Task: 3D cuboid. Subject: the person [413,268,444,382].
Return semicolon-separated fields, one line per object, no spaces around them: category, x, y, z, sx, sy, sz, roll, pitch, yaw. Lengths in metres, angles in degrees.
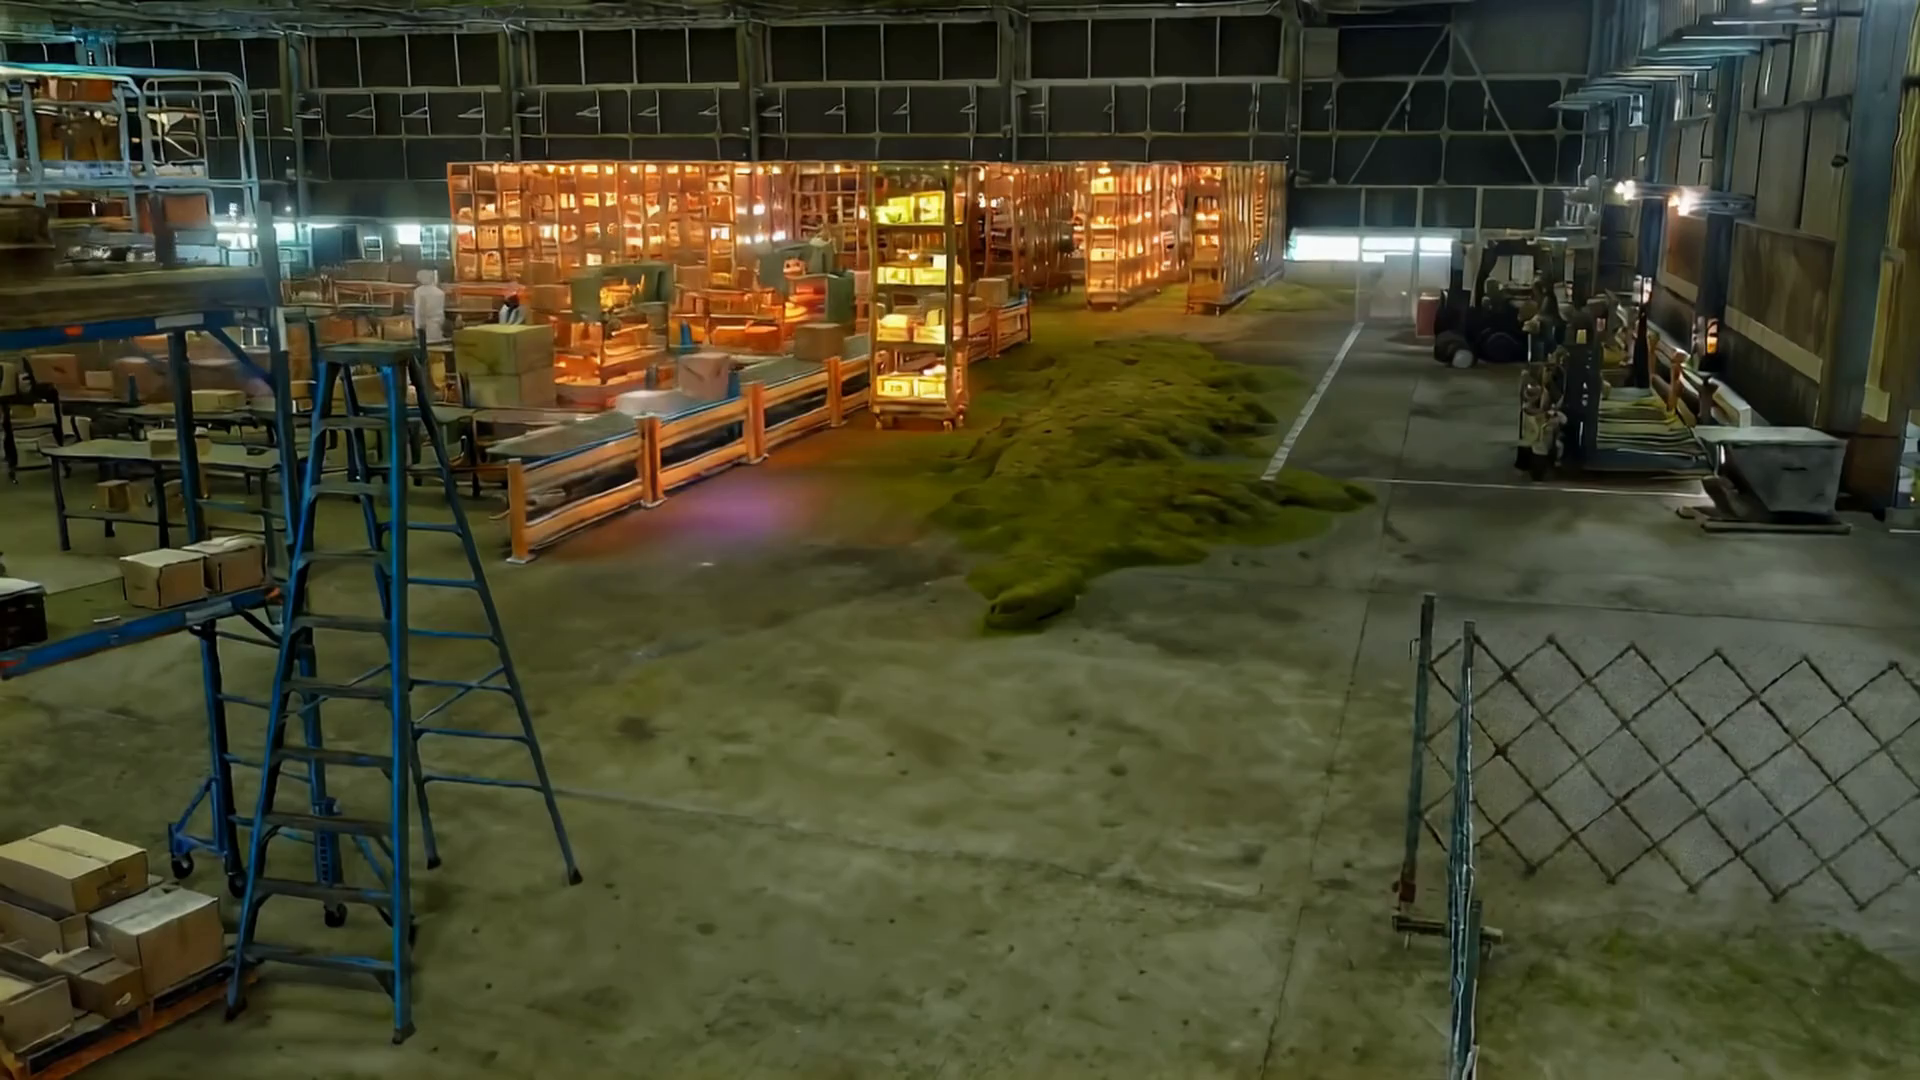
person;-8.963;-3.612;28.025;0.401;1.911;0.649;6;14;23

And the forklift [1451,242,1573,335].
forklift;10.464;-4.597;31.405;2.680;1.987;1.157;4;14;16

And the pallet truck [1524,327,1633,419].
pallet truck;9.065;-2.460;24.370;1.522;1.261;0.704;3;13;14

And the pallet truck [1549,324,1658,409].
pallet truck;9.824;-2.669;25.407;1.601;1.201;0.680;4;14;16

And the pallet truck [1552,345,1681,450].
pallet truck;8.641;-1.896;21.908;1.630;1.274;0.653;4;14;16

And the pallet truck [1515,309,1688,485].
pallet truck;7.554;-1.677;19.446;1.885;1.965;0.823;3;13;14

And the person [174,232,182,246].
person;-20.901;-7.353;44.498;0.739;1.737;0.553;6;14;25

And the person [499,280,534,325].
person;-6.281;-2.636;23.489;0.614;2.041;0.390;8;15;32

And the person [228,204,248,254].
person;-27.767;-11.894;63.756;0.883;1.907;0.613;3;13;13

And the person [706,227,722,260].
person;-7.373;-8.756;50.024;0.611;1.997;0.375;0;13;1

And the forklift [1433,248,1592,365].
forklift;9.780;-4.111;29.280;2.680;1.987;1.157;3;13;14

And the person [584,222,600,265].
person;-11.831;-9.445;53.456;0.623;1.801;0.545;-4;14;-17

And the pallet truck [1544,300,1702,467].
pallet truck;8.263;-1.952;20.631;1.885;1.965;0.823;5;14;20
